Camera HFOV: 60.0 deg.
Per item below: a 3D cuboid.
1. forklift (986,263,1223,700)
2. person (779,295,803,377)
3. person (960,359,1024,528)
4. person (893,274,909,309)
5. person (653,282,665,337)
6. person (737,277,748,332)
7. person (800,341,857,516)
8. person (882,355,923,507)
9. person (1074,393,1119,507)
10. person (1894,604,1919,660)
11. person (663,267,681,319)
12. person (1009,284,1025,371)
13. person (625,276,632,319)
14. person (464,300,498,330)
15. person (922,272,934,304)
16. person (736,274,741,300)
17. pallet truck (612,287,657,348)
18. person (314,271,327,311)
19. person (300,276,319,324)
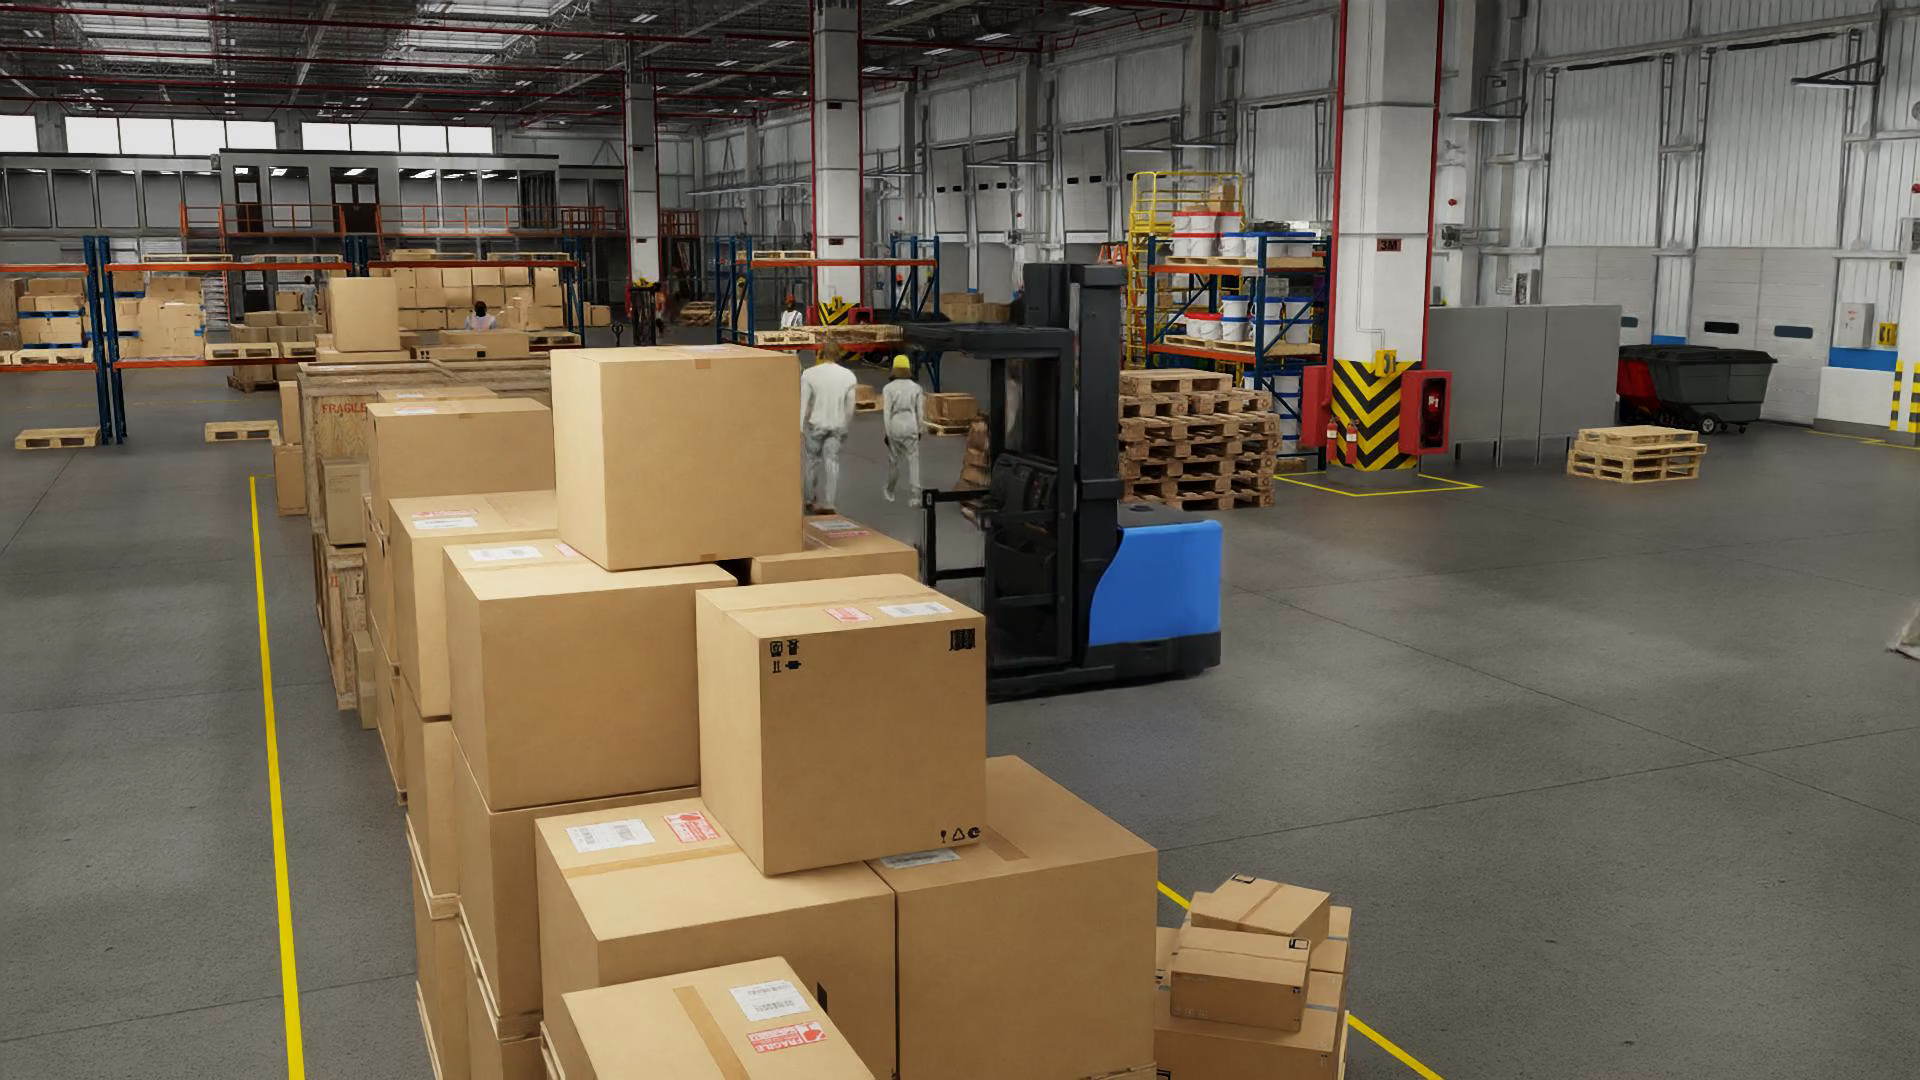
[{"bbox_3d":[0.770,-0.478,11.321,1.873,2.768,1.129,-4,11,-23],"label":"forklift"},{"bbox_3d":[-3.333,-3.854,32.677,0.574,1.885,0.355,8,13,38],"label":"person"},{"bbox_3d":[0.409,-0.952,16.898,0.944,1.799,0.523,5,11,24],"label":"person"},{"bbox_3d":[-1.871,-7.349,51.884,0.550,1.905,0.775,-1,10,-3],"label":"person"},{"bbox_3d":[-9.179,-6.992,50.527,0.362,1.685,0.535,-7,12,-33],"label":"person"},{"bbox_3d":[-6.918,-7.480,52.994,0.325,1.765,0.536,-8,13,-37],"label":"person"},{"bbox_3d":[-1.484,-1.206,18.080,0.723,1.884,0.865,-3,11,-18],"label":"person"},{"bbox_3d":[-0.634,-1.235,18.760,0.501,1.699,0.899,-3,11,-18],"label":"person"},{"bbox_3d":[1.178,-0.584,14.541,0.661,1.919,0.622,-8,13,-37],"label":"person"},{"bbox_3d":[6.998,0.135,11.548,0.512,1.574,0.893,-6,12,-31],"label":"person"},{"bbox_3d":[-10.611,-9.130,61.605,1.051,1.927,0.651,3,11,17],"label":"person"},{"bbox_3d":[1.458,-4.802,37.643,0.622,1.977,0.448,6,12,30],"label":"person"},{"bbox_3d":[-12.129,-9.139,61.653,0.604,1.937,0.403,2,10,11],"label":"person"},{"bbox_3d":[-9.000,-3.584,31.313,0.622,1.842,0.429,-3,11,-16],"label":"person"},{"bbox_3d":[-1.056,-8.187,56.606,0.599,1.886,1.011,-5,12,-28],"label":"person"},{"bbox_3d":[-7.328,-7.921,55.239,0.641,1.827,0.436,7,12,34],"label":"person"},{"bbox_3d":[-6.464,-4.406,35.401,0.823,1.965,1.885,6,12,32],"label":"pallet truck"},{"bbox_3d":[-21.788,-8.185,56.463,0.664,1.910,0.747,10,14,43],"label":"person"},{"bbox_3d":[-19.911,-7.153,50.900,0.535,1.868,0.309,-2,11,-13],"label":"person"}]
